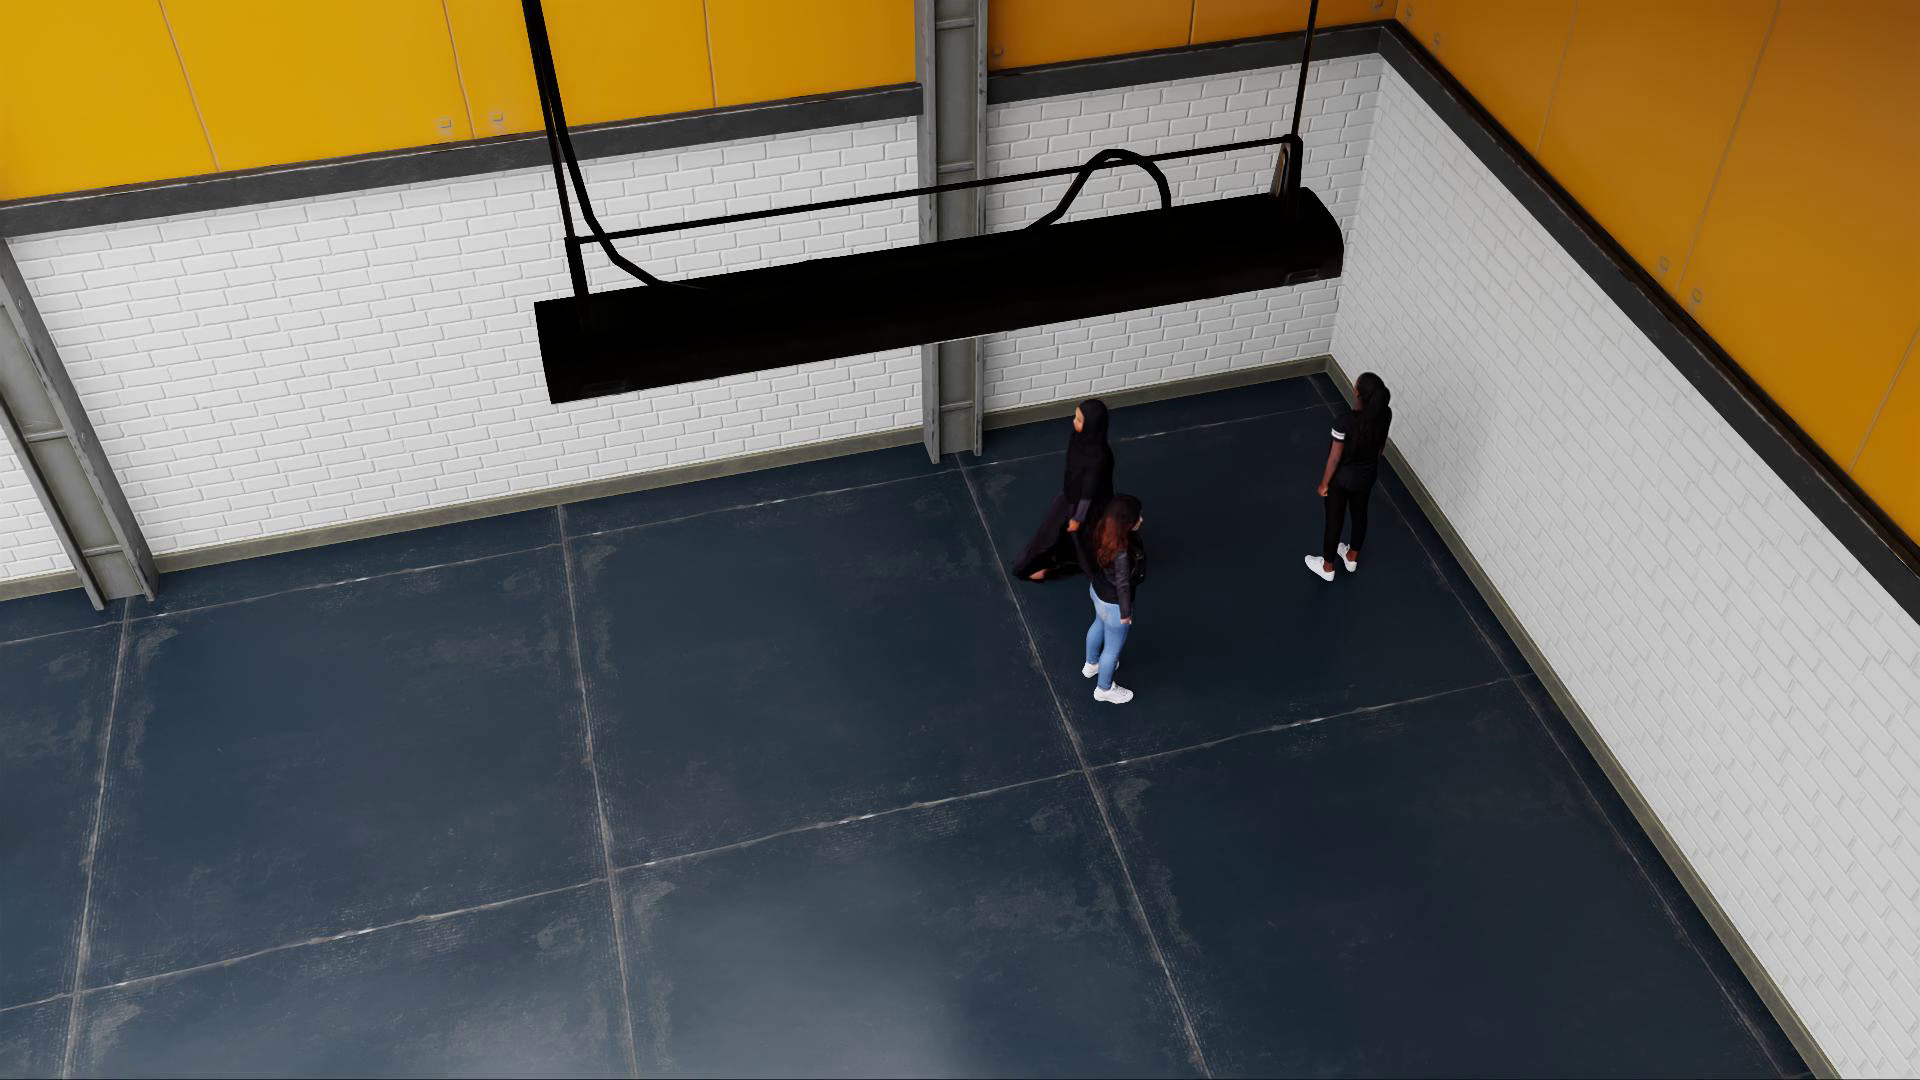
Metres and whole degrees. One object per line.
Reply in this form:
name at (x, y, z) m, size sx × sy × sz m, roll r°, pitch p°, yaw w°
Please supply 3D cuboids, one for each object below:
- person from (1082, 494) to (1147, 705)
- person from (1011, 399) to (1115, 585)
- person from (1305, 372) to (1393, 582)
person at (0.971, 0.348, 10.511) m, size 0.549 × 1.636 × 0.643 m, roll -9°, pitch 44°, yaw -9°
person at (0.930, -0.300, 11.210) m, size 1.096 × 1.609 × 0.687 m, roll -16°, pitch 46°, yaw -16°
person at (2.650, -0.434, 11.264) m, size 0.544 × 1.728 × 0.695 m, roll -16°, pitch 46°, yaw -17°
